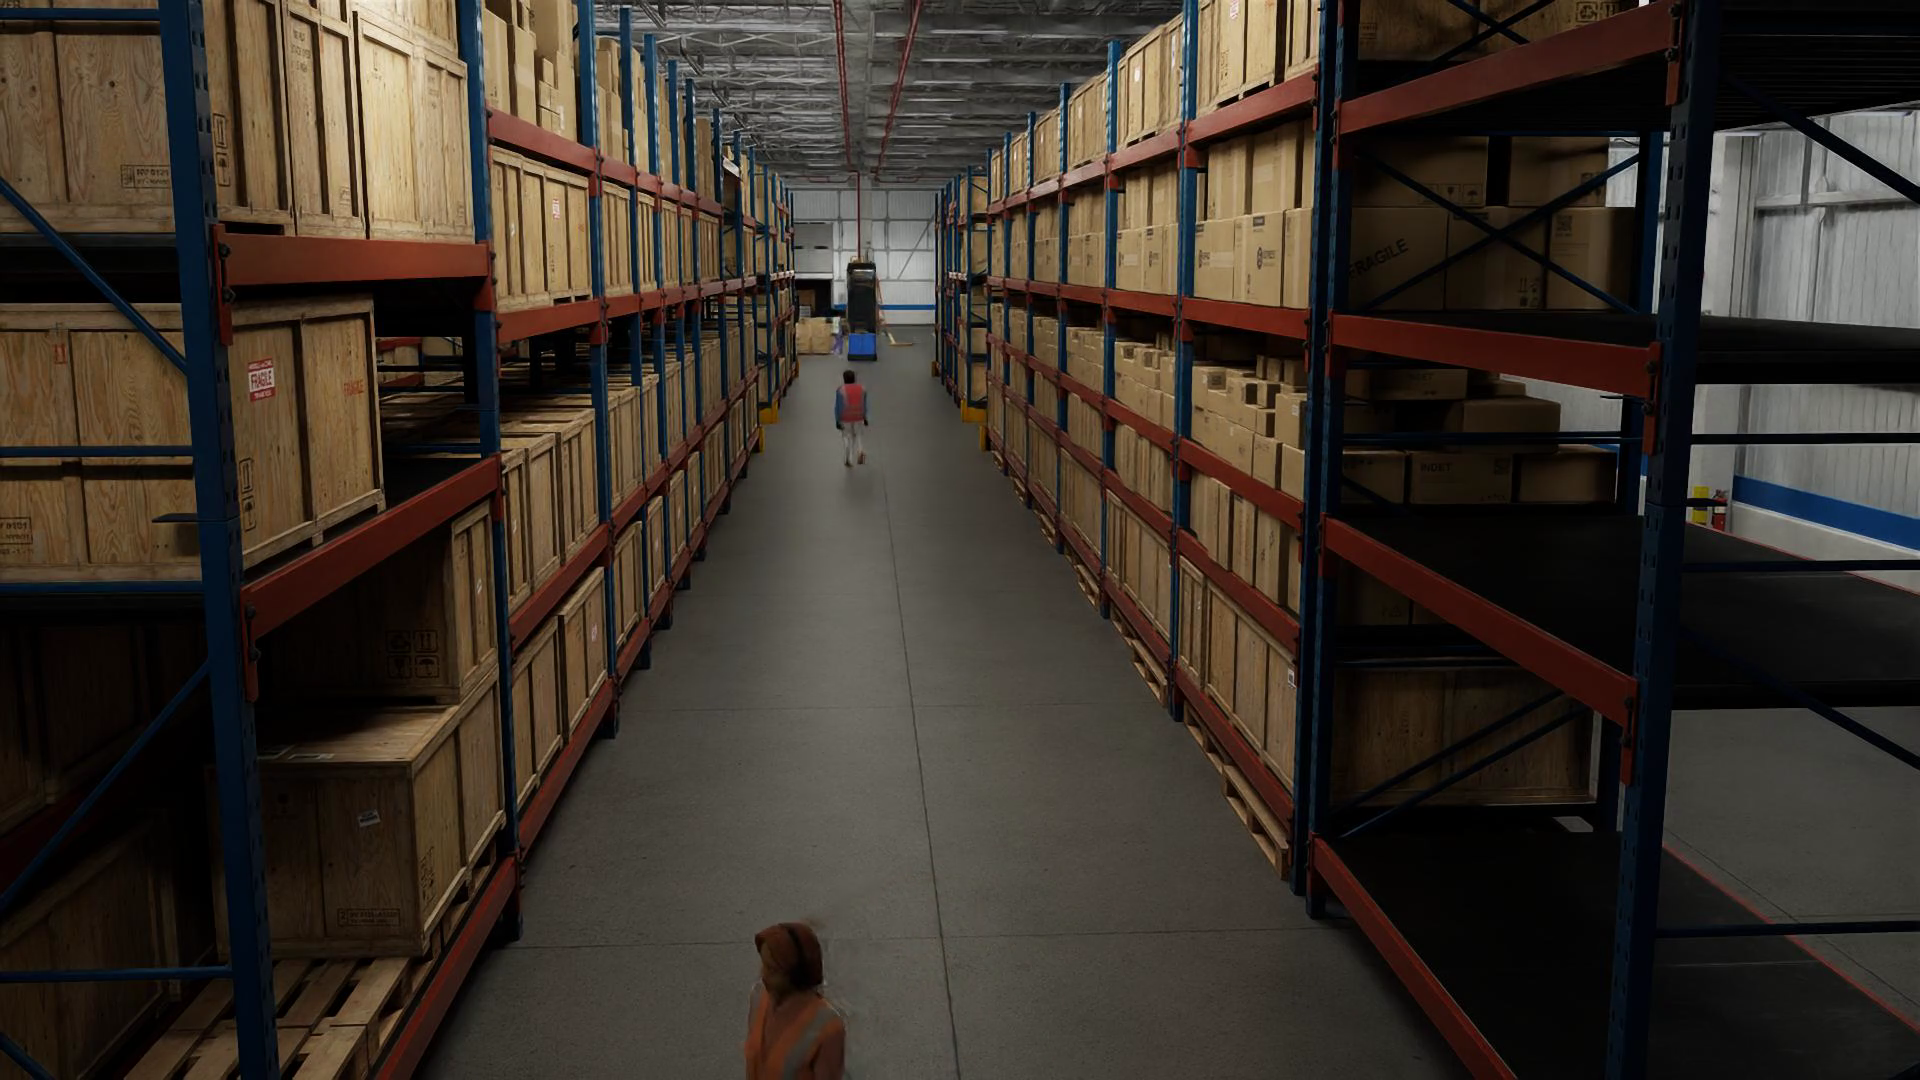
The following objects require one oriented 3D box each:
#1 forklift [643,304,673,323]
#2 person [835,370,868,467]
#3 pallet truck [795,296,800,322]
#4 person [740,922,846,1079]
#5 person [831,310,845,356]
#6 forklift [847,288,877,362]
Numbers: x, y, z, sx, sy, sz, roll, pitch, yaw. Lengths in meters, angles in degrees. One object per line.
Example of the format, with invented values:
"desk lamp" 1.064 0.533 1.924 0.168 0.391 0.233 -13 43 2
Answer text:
"forklift" -9.237 -6.134 51.108 1.129 2.768 1.873 -5 11 -28
"person" -2.048 -2.269 31.156 0.655 1.827 0.445 -4 10 -25
"pallet truck" -8.622 -12.439 91.403 1.885 1.965 0.823 2 10 13
"person" -0.527 2.080 5.811 0.670 1.616 0.523 -7 12 -38
"person" -4.969 -8.418 67.688 0.515 1.894 0.606 -9 13 -43
"forklift" -3.784 -8.312 64.119 1.129 2.768 1.873 -1 10 -4
